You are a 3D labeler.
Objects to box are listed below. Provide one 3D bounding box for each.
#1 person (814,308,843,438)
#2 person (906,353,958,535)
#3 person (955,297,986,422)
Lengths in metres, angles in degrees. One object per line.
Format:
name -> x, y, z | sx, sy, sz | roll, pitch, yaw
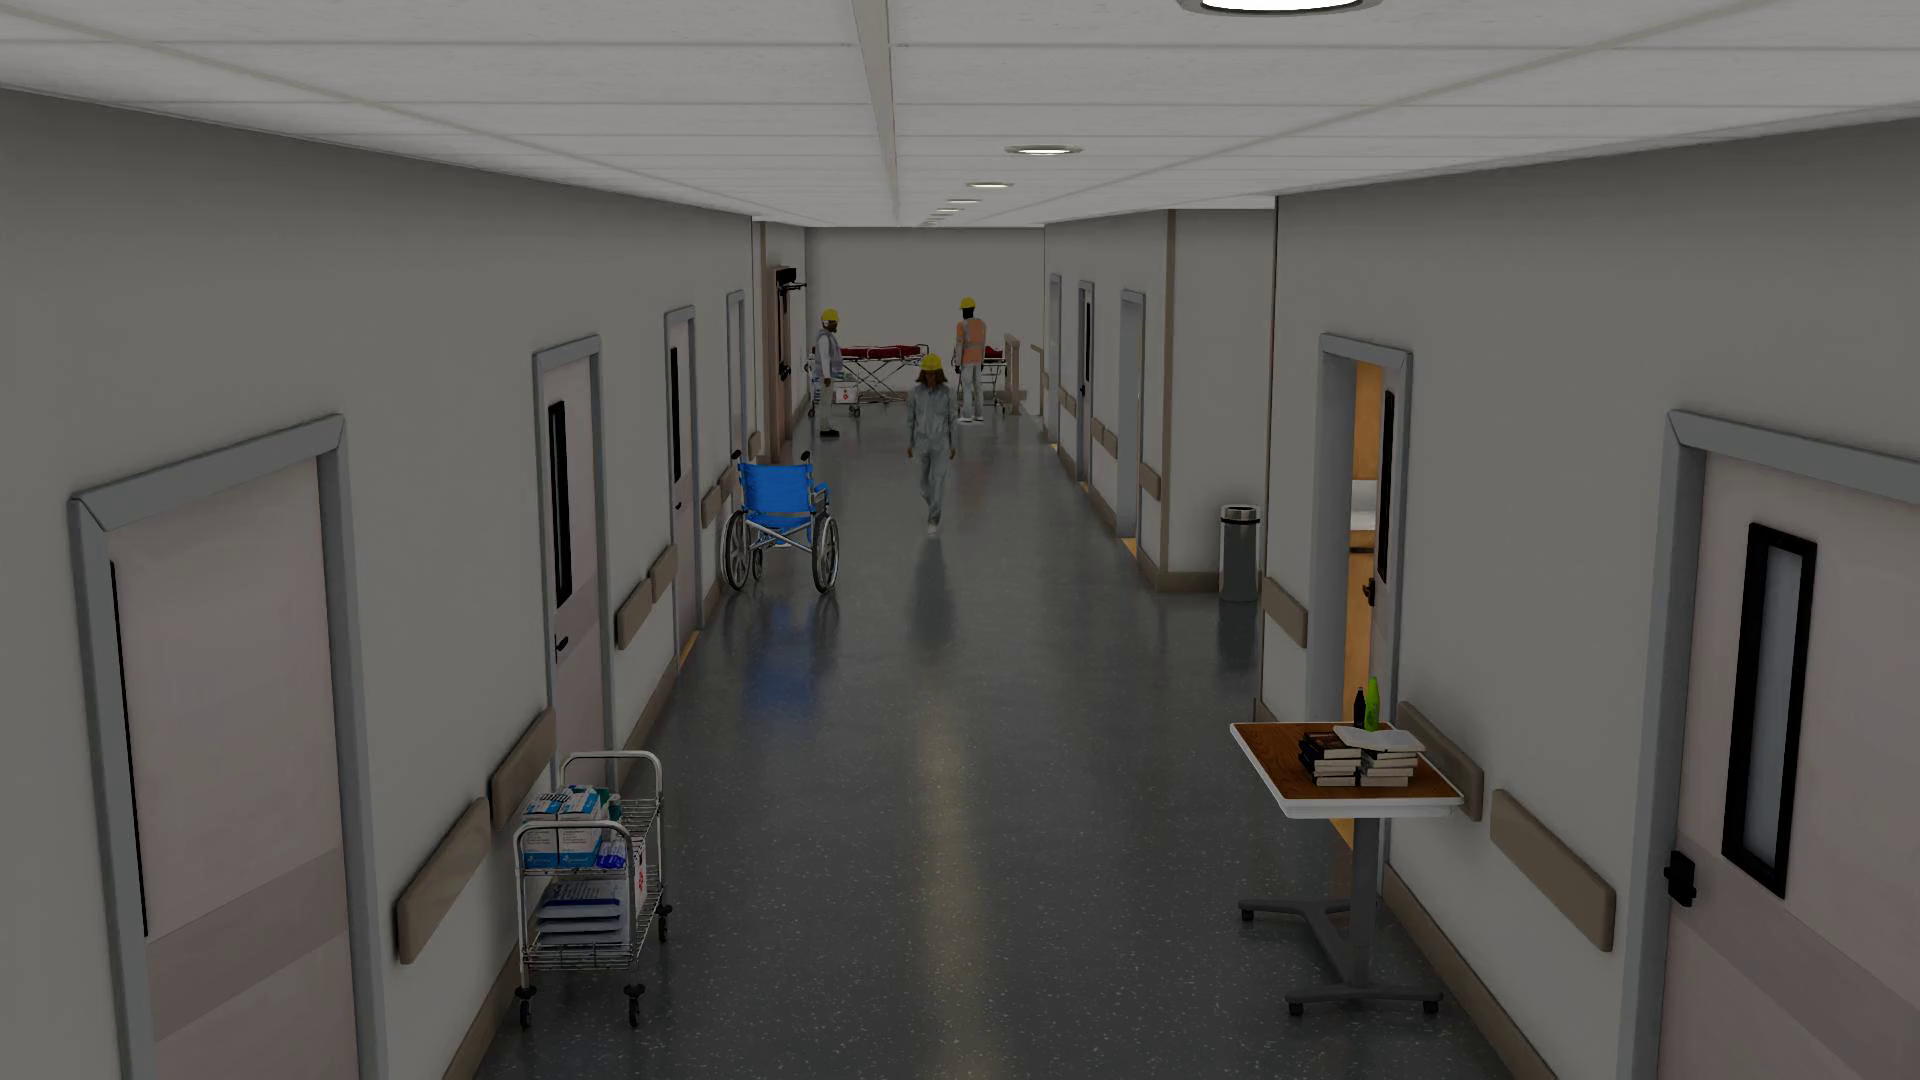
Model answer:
person -> -1.866, -2.379, 23.700 | 0.403, 1.828, 0.596 | 0, 10, -1
person -> -0.260, -0.944, 15.985 | 0.496, 1.722, 0.650 | 2, 10, 9
person -> 0.145, -2.776, 25.663 | 0.586, 1.920, 0.397 | -10, 14, -43
